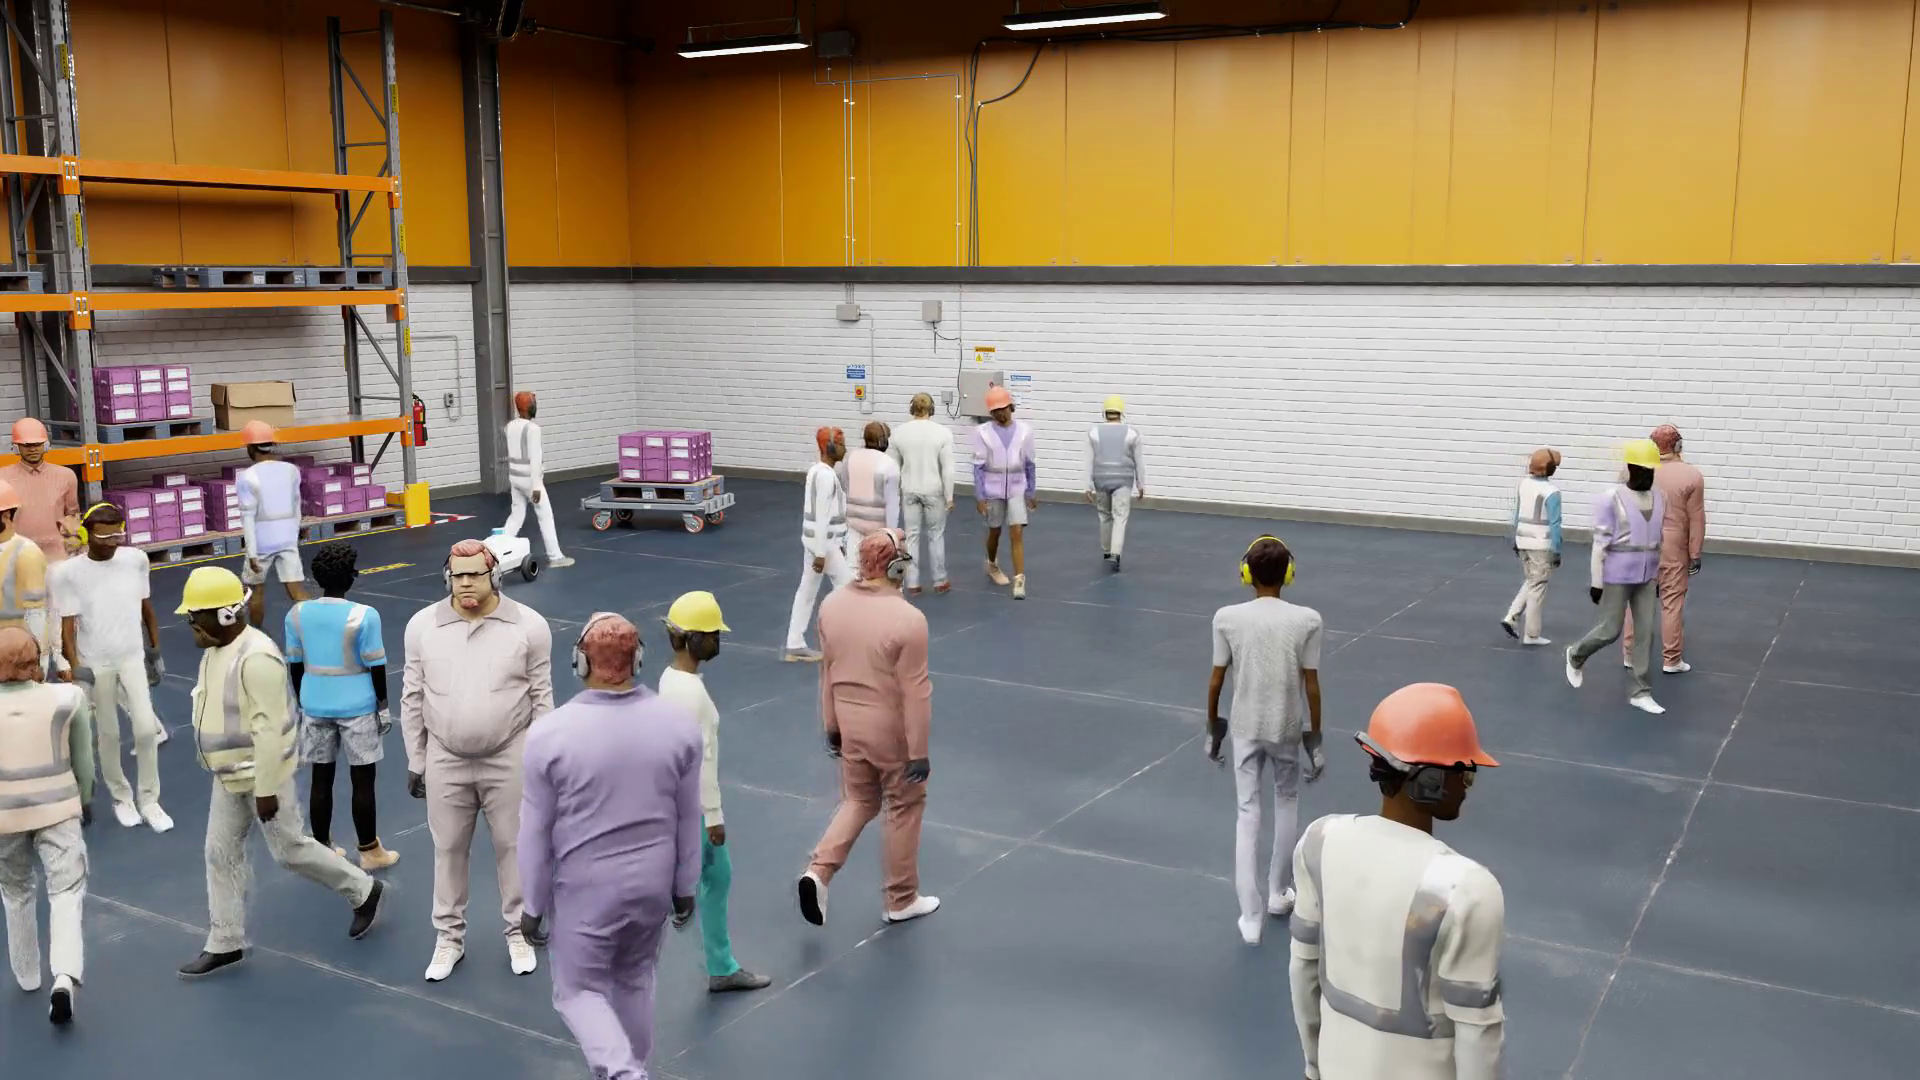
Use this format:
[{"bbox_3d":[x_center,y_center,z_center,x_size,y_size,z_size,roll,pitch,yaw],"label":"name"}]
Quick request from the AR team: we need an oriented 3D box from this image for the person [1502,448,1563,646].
[{"bbox_3d":[4.702,0.061,13.509,0.362,1.625,0.545,-3,9,-16],"label":"person"}]

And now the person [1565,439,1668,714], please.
[{"bbox_3d":[4.654,0.223,11.679,0.595,1.905,0.775,-3,10,-20],"label":"person"}]

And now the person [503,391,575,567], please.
[{"bbox_3d":[-4.425,-0.600,16.985,0.595,1.860,0.801,8,12,42],"label":"person"}]

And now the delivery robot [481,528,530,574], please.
[{"bbox_3d":[-4.481,0.128,16.152,0.477,0.478,0.707,2,9,14],"label":"delivery robot"}]

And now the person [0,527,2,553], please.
[{"bbox_3d":[-5.055,0.780,8.436,0.459,1.820,0.631,-6,11,-34],"label":"person"}]

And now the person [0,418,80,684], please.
[{"bbox_3d":[-6.706,0.105,12.106,0.610,1.996,0.384,-8,12,-40],"label":"person"}]

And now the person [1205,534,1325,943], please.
[{"bbox_3d":[1.413,0.889,7.713,0.541,1.840,0.753,2,9,11],"label":"person"}]

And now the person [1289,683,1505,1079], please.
[{"bbox_3d":[1.095,1.357,4.155,0.395,2.040,0.609,-6,11,-34],"label":"person"}]

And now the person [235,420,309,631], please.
[{"bbox_3d":[-5.344,0.012,13.009,0.936,1.904,0.547,8,12,40],"label":"person"}]

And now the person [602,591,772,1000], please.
[{"bbox_3d":[-1.194,1.074,6.854,0.742,1.735,0.530,-2,9,-12],"label":"person"}]

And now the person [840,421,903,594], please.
[{"bbox_3d":[-0.754,-0.113,14.138,0.623,1.798,0.967,5,11,31],"label":"person"}]

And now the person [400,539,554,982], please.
[{"bbox_3d":[-2.069,0.942,7.159,0.640,1.910,0.407,-1,9,-9],"label":"person"}]

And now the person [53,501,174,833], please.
[{"bbox_3d":[-4.530,0.691,8.956,0.545,1.825,0.666,-8,12,-42],"label":"person"}]

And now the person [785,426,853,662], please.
[{"bbox_3d":[-0.928,0.040,12.970,0.977,1.837,0.591,-2,9,-15],"label":"person"}]

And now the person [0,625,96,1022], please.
[{"bbox_3d":[-3.796,1.148,6.788,0.501,1.607,0.723,-4,10,-26],"label":"person"}]

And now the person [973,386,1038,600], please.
[{"bbox_3d":[0.426,-0.474,15.780,0.636,1.994,1.017,-1,9,-8],"label":"person"}]

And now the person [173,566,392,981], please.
[{"bbox_3d":[-3.019,0.977,7.319,0.609,1.793,0.858,8,12,43],"label":"person"}]

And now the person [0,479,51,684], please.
[{"bbox_3d":[-5.226,0.593,9.280,0.544,1.925,0.551,5,10,30],"label":"person"}]

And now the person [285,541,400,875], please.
[{"bbox_3d":[-3.115,0.849,8.392,0.541,1.696,0.315,2,9,12],"label":"person"}]

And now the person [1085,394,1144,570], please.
[{"bbox_3d":[1.585,-0.602,17.143,0.599,1.797,0.901,2,9,12],"label":"person"}]

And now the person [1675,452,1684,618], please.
[{"bbox_3d":[5.956,-0.002,14.047,0.519,1.586,0.872,1,9,4],"label":"person"}]

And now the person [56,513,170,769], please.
[{"bbox_3d":[-5.297,0.613,10.211,0.526,1.587,0.876,7,12,39],"label":"person"}]

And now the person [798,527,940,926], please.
[{"bbox_3d":[-0.402,0.879,7.613,0.654,1.882,0.687,7,12,39],"label":"person"}]

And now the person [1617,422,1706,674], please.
[{"bbox_3d":[5.325,0.061,12.643,0.641,1.913,0.407,7,12,38],"label":"person"}]

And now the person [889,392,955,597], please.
[{"bbox_3d":[-0.342,-0.425,15.618,0.629,1.940,0.433,2,9,14],"label":"person"}]

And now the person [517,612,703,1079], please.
[{"bbox_3d":[-1.161,1.192,5.691,0.649,1.883,0.718,-6,11,-35],"label":"person"}]
